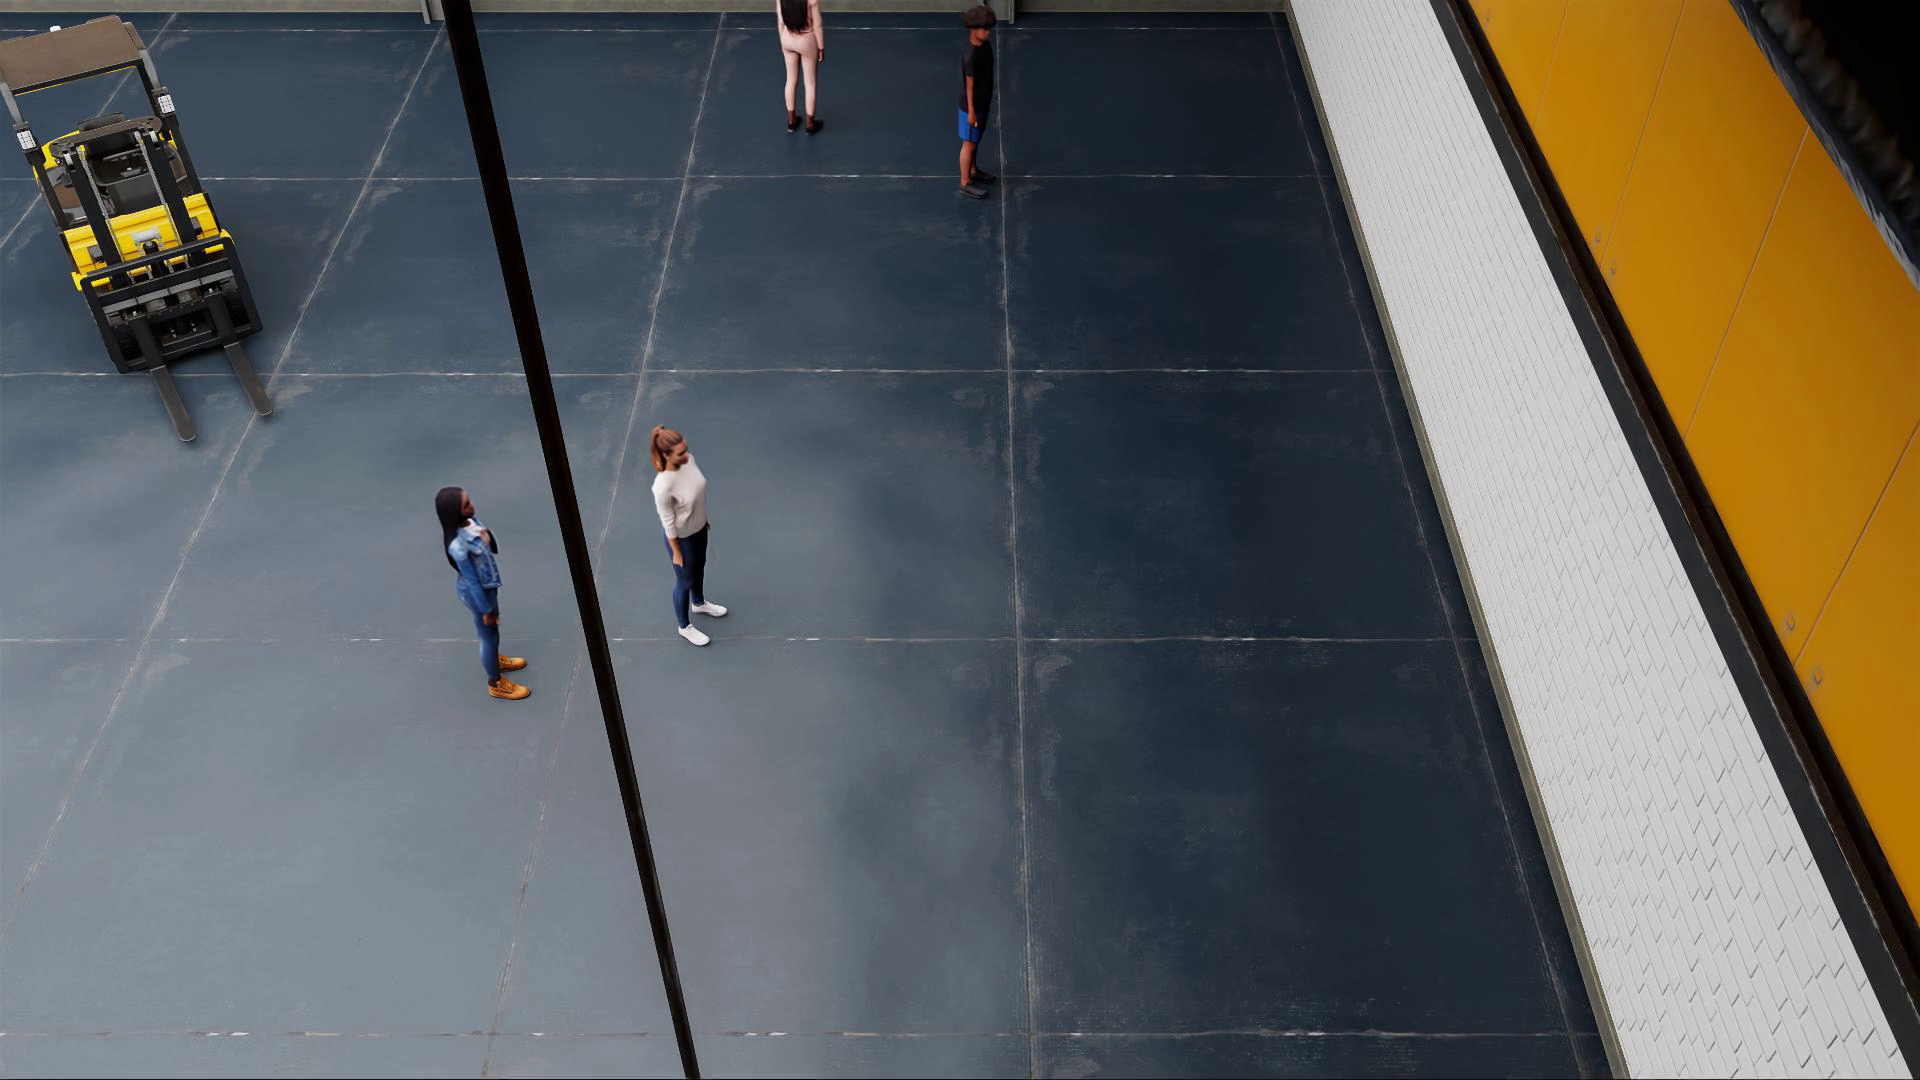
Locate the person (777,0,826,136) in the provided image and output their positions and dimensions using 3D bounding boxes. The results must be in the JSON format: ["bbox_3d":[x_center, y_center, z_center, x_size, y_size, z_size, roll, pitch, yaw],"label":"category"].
[{"bbox_3d":[-1.520,-4.697,15.837,0.583,1.718,0.740,15,46,15],"label":"person"}]

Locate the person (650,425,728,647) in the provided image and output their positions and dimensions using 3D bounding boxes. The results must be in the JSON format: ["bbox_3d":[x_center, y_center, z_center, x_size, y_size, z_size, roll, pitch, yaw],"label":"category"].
[{"bbox_3d":[-1.814,-0.049,10.956,0.645,1.720,0.673,14,45,14],"label":"person"}]

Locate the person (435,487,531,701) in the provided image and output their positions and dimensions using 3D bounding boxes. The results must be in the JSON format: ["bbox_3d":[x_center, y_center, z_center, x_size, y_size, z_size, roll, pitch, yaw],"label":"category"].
[{"bbox_3d":[-3.060,0.321,10.573,0.593,1.713,0.647,-10,44,-10],"label":"person"}]

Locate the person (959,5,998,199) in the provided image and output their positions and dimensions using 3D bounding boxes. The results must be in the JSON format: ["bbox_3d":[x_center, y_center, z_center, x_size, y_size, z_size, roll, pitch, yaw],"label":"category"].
[{"bbox_3d":[0.134,-3.979,15.029,0.646,1.793,0.672,12,45,12],"label":"person"}]
